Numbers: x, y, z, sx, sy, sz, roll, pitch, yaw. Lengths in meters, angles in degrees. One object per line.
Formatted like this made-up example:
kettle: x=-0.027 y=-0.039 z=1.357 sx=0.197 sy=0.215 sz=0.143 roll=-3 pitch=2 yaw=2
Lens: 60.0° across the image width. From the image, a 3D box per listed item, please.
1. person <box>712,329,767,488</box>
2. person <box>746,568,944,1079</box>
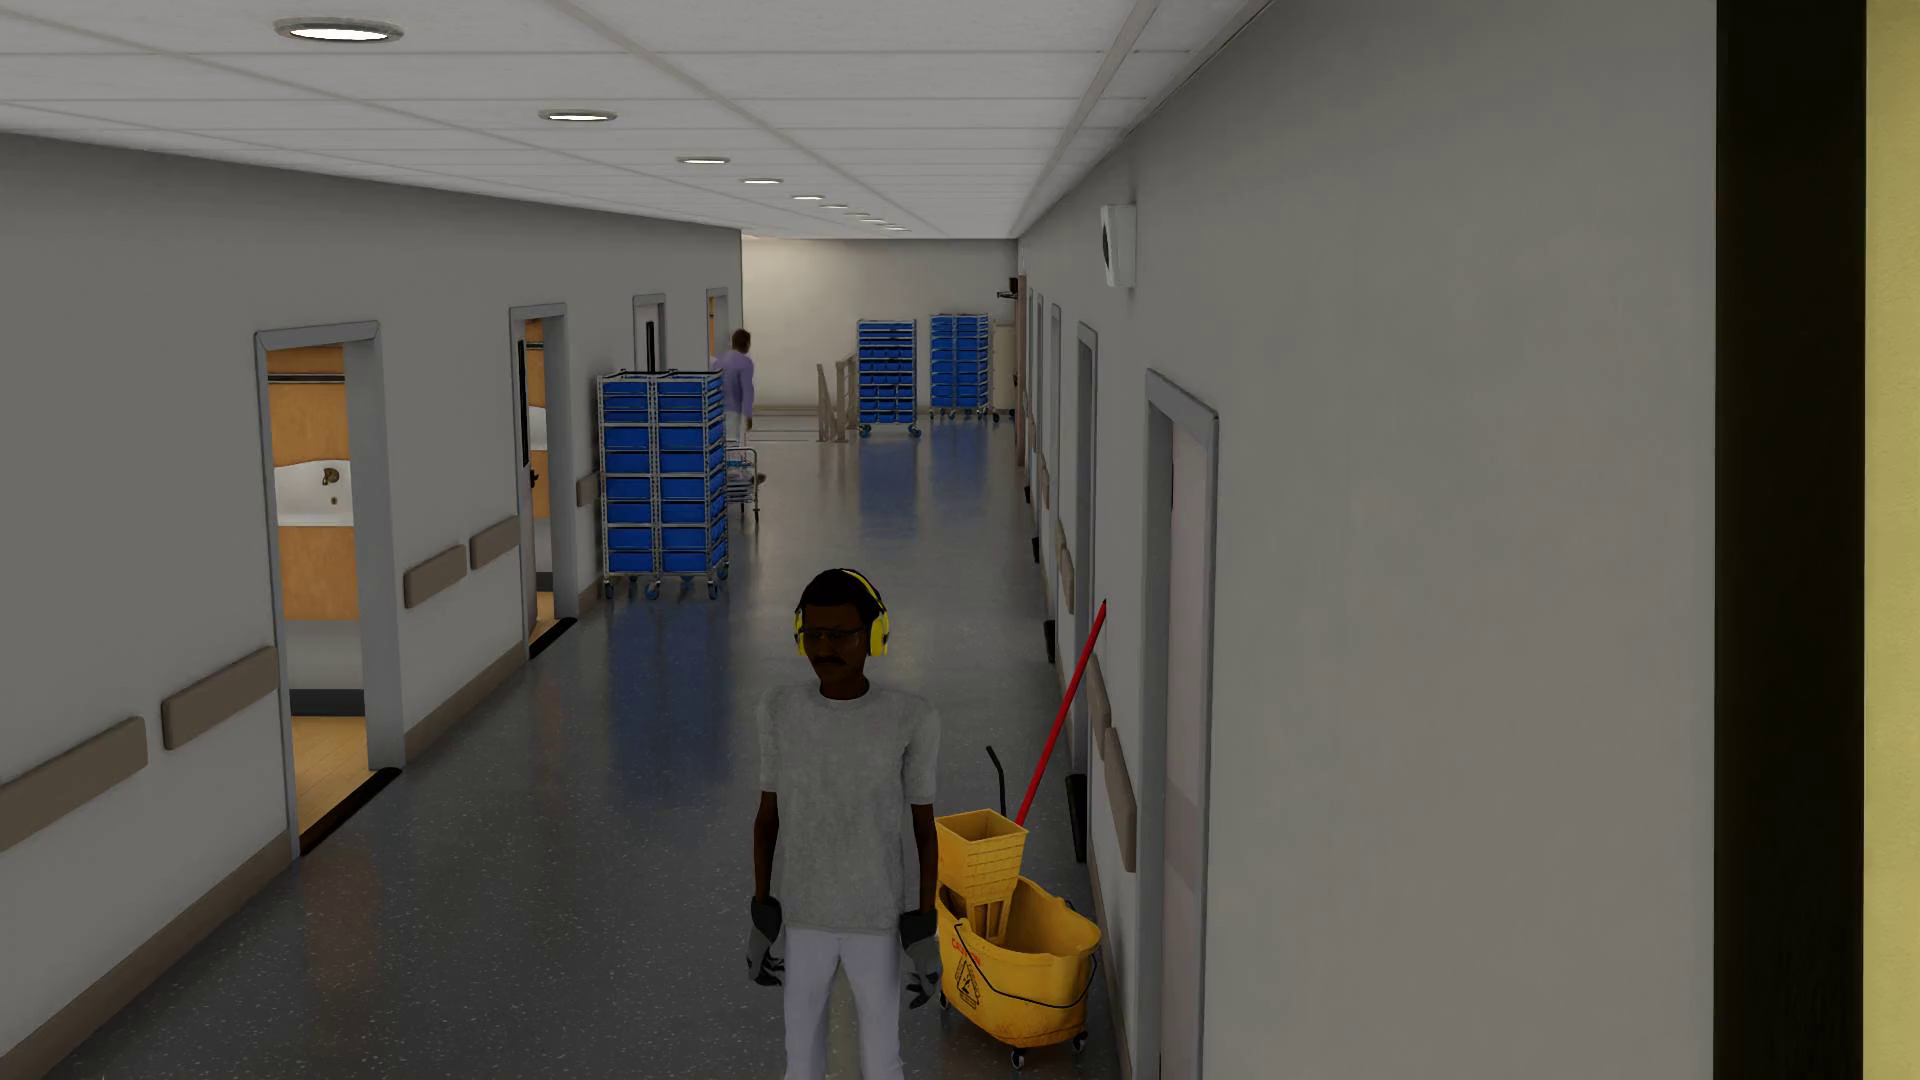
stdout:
person: x=-2.582 y=-1.461 z=18.988 sx=0.960 sy=1.872 sz=0.650 roll=-8 pitch=12 yaw=-40
person: x=-0.297 y=0.994 z=4.253 sx=0.521 sy=1.862 sz=0.328 roll=2 pitch=10 yaw=10
